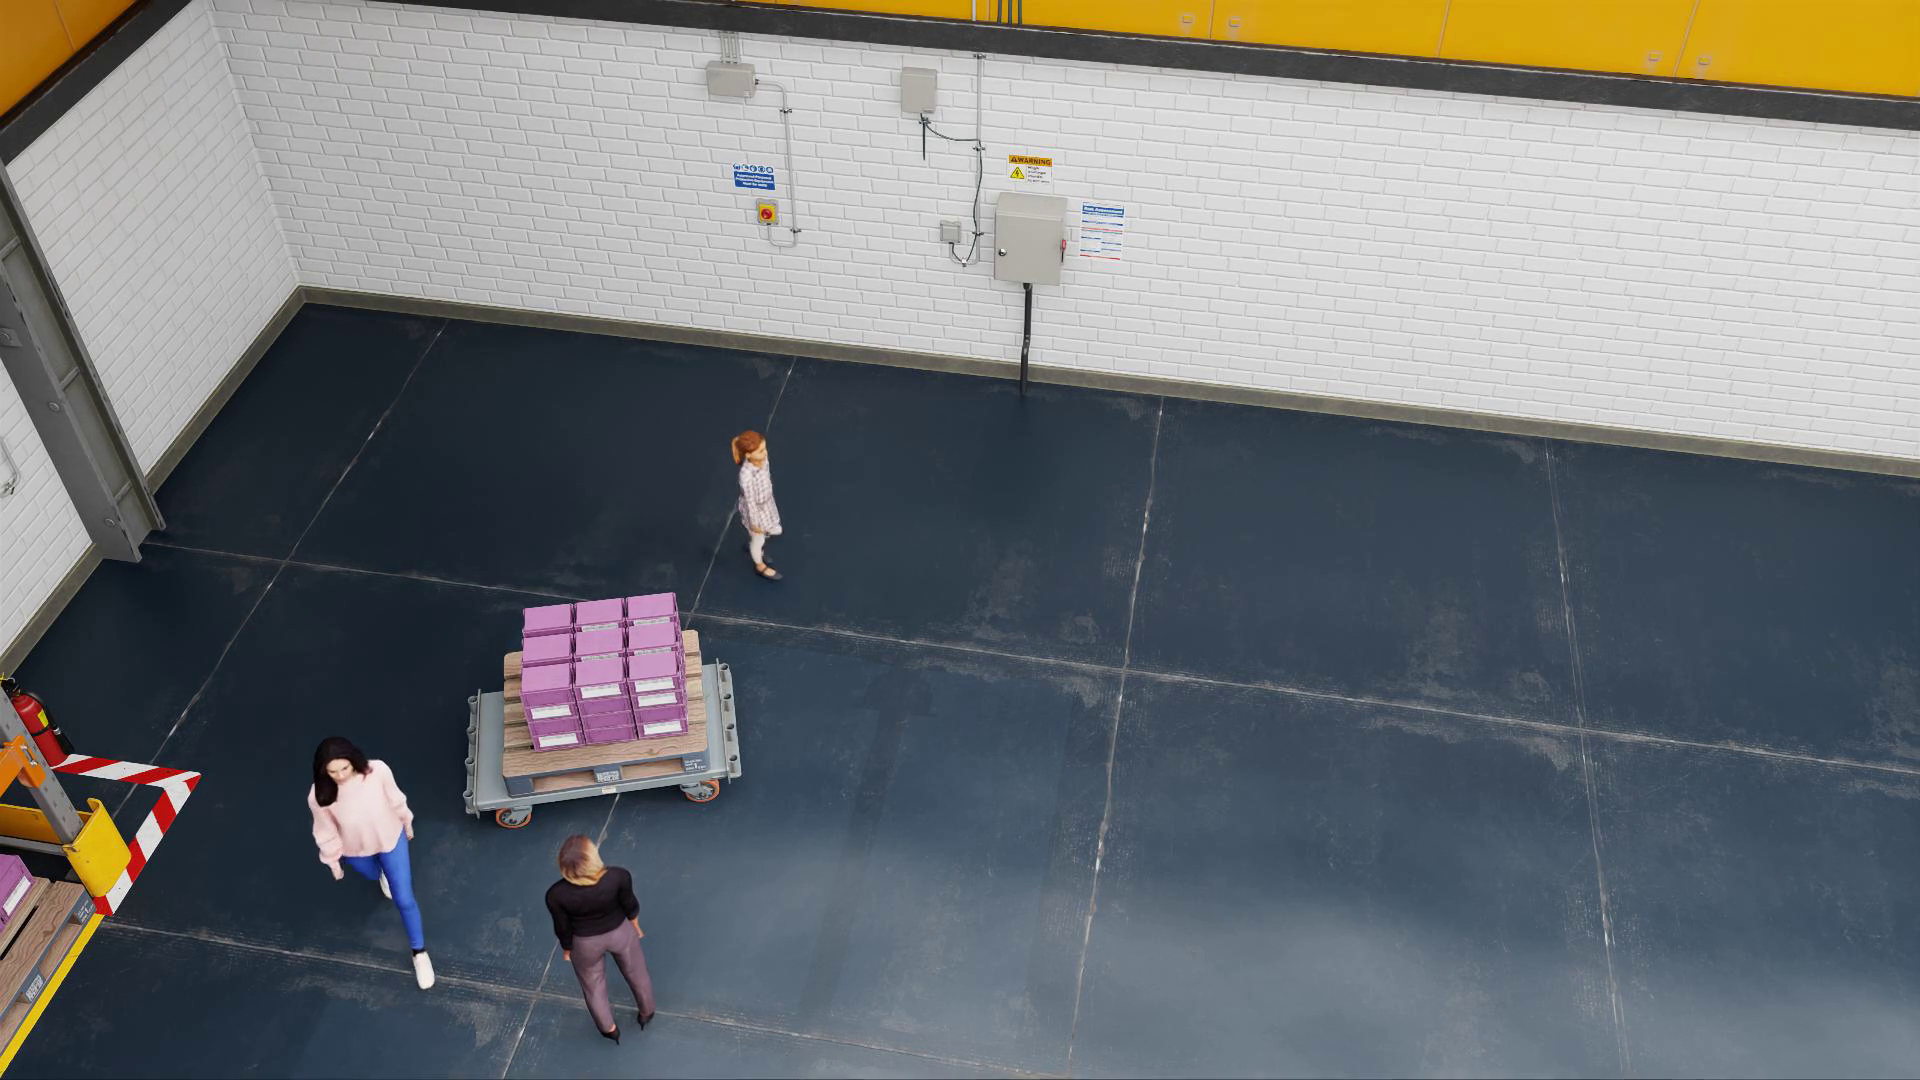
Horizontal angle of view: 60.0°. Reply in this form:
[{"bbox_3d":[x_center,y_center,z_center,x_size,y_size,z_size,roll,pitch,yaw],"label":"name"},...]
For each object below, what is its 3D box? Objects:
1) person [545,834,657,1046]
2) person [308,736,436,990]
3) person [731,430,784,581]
[{"bbox_3d":[-1.849,2.086,8.620,0.679,1.670,0.698,-15,46,-16],"label":"person"},{"bbox_3d":[-3.227,1.601,9.086,1.080,1.730,1.267,-16,46,-16],"label":"person"},{"bbox_3d":[-1.443,-0.245,11.335,0.656,1.300,0.576,17,46,17],"label":"person"}]
